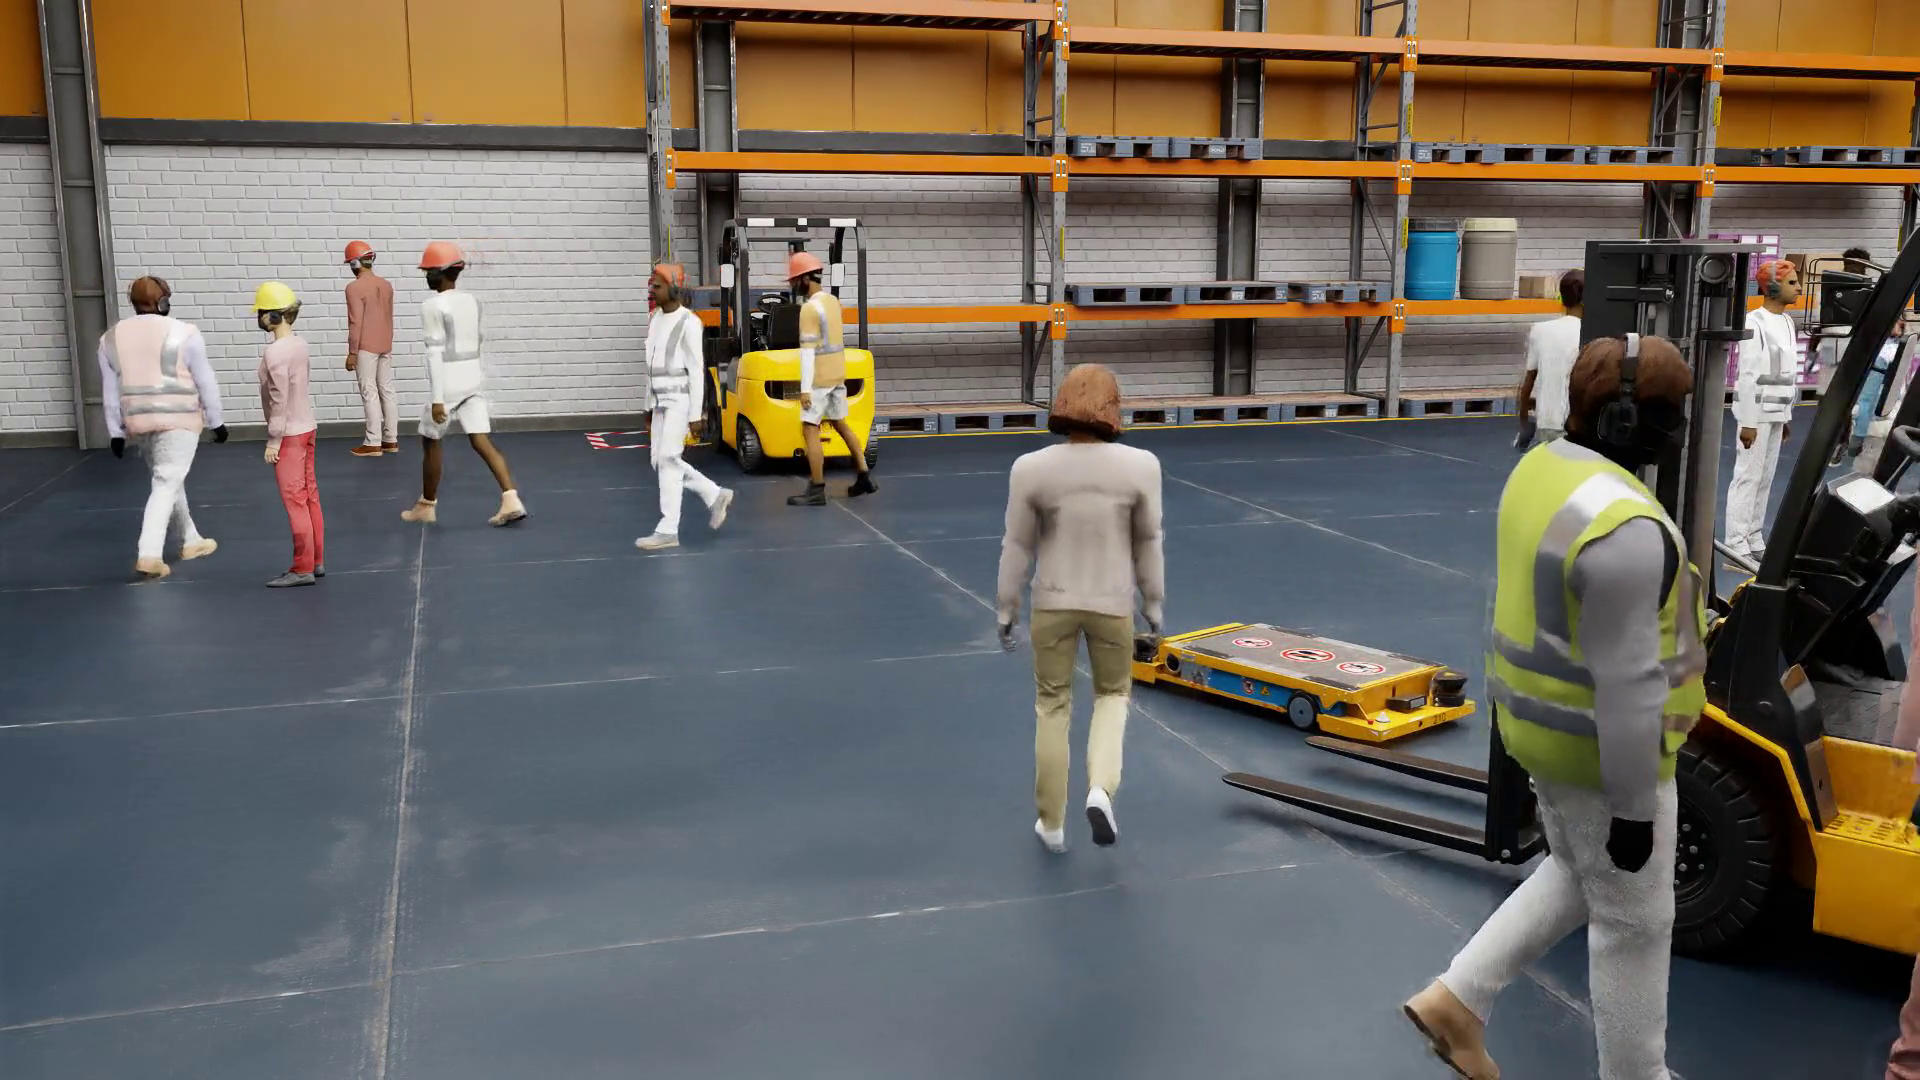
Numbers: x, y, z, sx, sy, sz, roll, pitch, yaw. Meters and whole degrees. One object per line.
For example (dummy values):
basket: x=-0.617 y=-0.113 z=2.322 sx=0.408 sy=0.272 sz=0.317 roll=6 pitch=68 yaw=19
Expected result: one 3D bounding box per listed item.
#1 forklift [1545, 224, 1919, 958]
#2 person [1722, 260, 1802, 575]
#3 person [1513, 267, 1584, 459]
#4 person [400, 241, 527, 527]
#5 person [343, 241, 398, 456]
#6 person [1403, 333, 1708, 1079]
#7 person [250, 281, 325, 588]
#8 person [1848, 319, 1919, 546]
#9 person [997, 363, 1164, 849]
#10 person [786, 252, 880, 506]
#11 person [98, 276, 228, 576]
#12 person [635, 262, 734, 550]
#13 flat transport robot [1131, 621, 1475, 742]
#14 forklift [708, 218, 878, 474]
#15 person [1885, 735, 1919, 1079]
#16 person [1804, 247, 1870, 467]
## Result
forklift: x=2.909 y=0.117 z=4.508 sx=2.313 sy=2.155 sz=1.214 roll=9 pitch=14 yaw=40
person: x=4.859 y=-0.738 z=10.045 sx=0.583 sy=1.884 sz=0.350 roll=-10 pitch=14 yaw=-44
person: x=3.510 y=-0.620 z=9.517 sx=0.704 sy=1.849 sz=0.533 roll=-7 pitch=12 yaw=-33
person: x=-3.477 y=-1.072 z=11.583 sx=1.022 sy=2.005 sz=0.629 roll=4 pitch=11 yaw=23
person: x=-5.488 y=-1.771 z=15.434 sx=0.393 sy=1.985 sz=0.611 roll=3 pitch=11 yaw=16
person: x=1.392 y=0.458 z=3.653 sx=0.658 sy=1.824 sz=0.652 roll=0 pitch=10 yaw=1
person: x=-3.909 y=-0.609 z=9.663 sx=0.307 sy=1.770 sz=0.525 roll=-1 pitch=10 yaw=-5
person: x=5.714 y=-0.654 z=10.302 sx=0.417 sy=1.621 sz=0.545 roll=8 pitch=13 yaw=36
person: x=0.388 y=0.240 z=5.408 sx=0.566 sy=1.614 sz=0.424 roll=0 pitch=10 yaw=2
person: x=-0.992 y=-1.217 z=12.626 sx=0.587 sy=1.907 sz=0.779 roll=4 pitch=11 yaw=22
person: x=-4.851 y=-0.699 z=10.111 sx=0.617 sy=1.798 sz=0.980 roll=1 pitch=10 yaw=8
person: x=-1.817 y=-0.880 z=10.885 sx=0.681 sy=1.867 sz=0.600 roll=-7 pitch=13 yaw=-35
flat transport robot: x=1.441 y=0.579 z=7.252 sx=0.652 sy=0.197 sz=1.431 roll=-9 pitch=13 yaw=-39
forklift: x=-1.522 y=-1.778 z=14.899 sx=1.214 sy=2.155 sz=2.313 roll=-3 pitch=11 yaw=-17
person: x=2.323 y=0.460 z=3.507 sx=0.623 sy=1.872 sz=0.684 roll=9 pitch=14 yaw=41
person: x=7.924 y=-1.641 z=14.847 sx=0.827 sy=1.938 sz=0.606 roll=-9 pitch=13 yaw=-40
